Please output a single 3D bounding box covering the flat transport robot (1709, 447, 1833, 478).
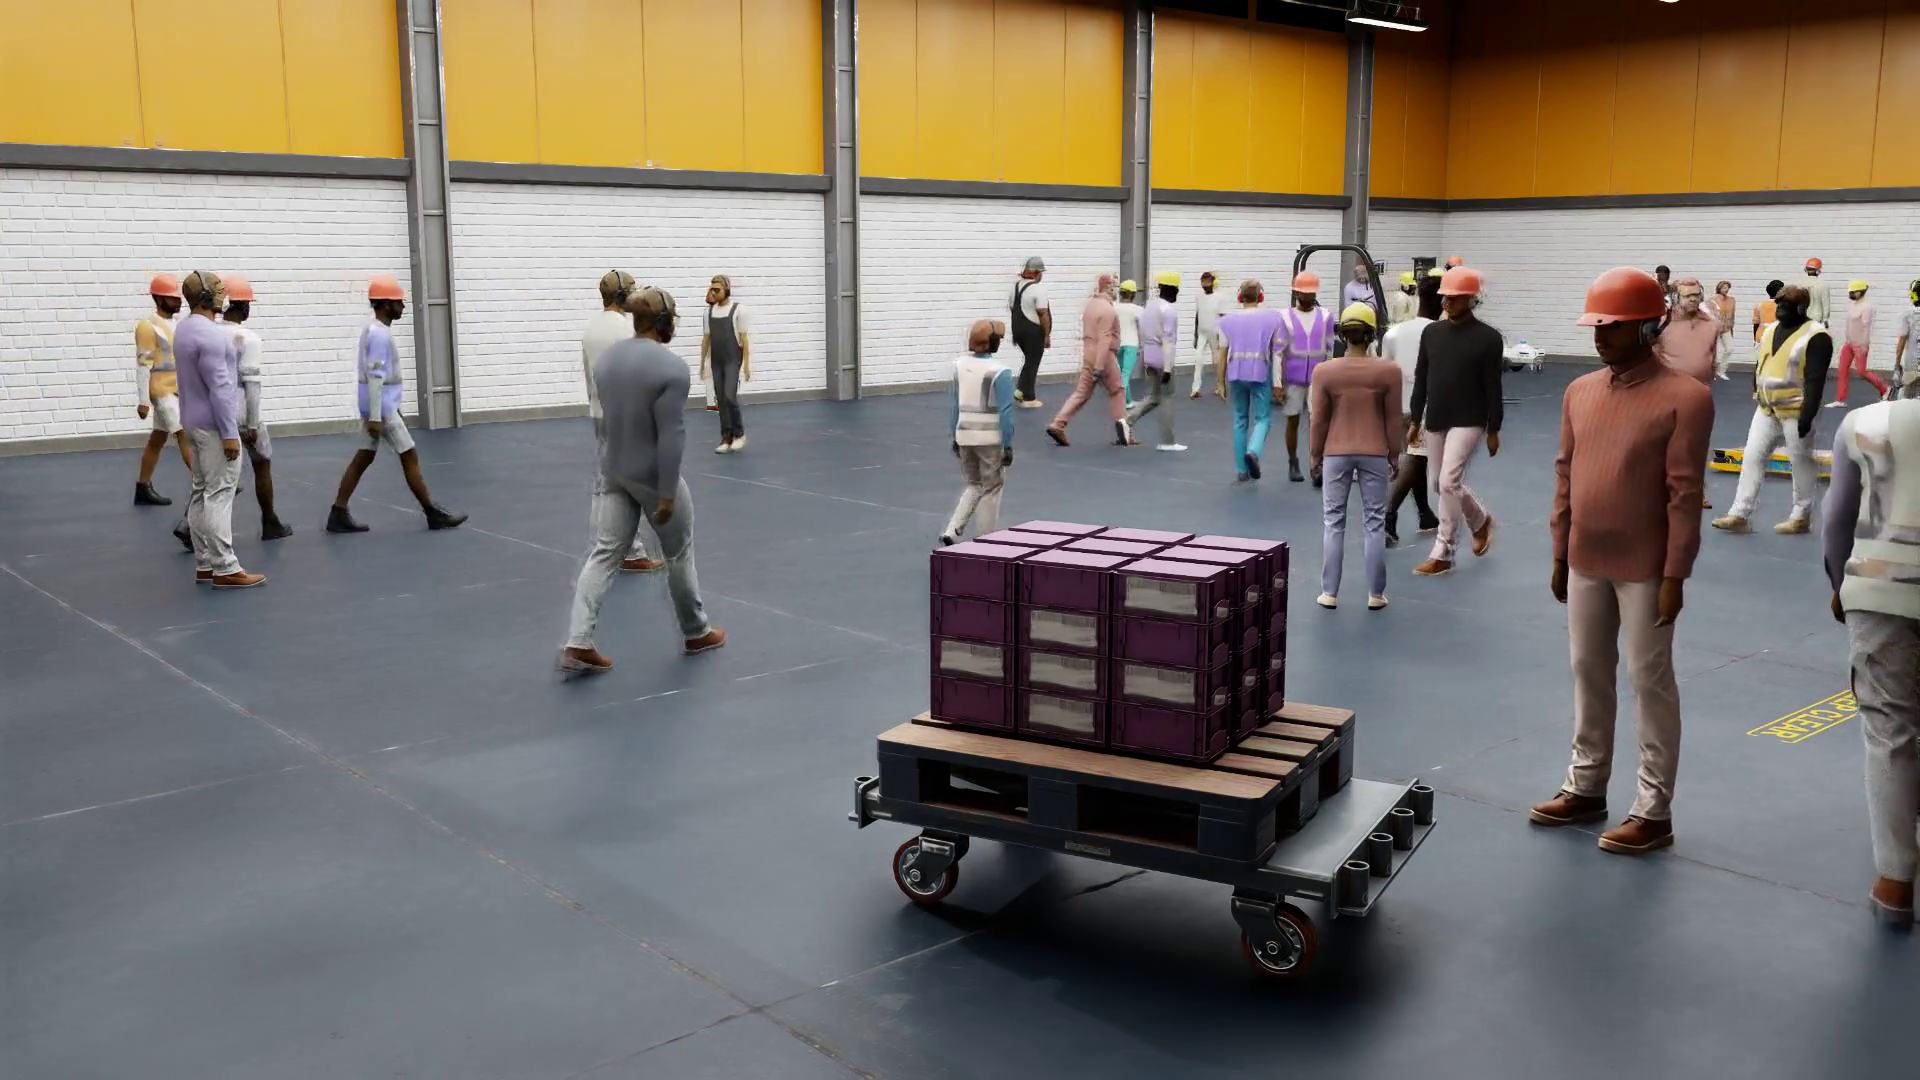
[{"bbox_3d":[7.737,-0.709,15.266,0.652,0.197,1.431,-8,13,-41],"label":"flat transport robot"}]

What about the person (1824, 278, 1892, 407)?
[{"bbox_3d":[12.022,-2.615,22.151,0.737,1.741,0.526,0,10,-2],"label":"person"}]

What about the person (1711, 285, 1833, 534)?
[{"bbox_3d":[5.879,-0.922,12.004,0.847,1.807,0.658,-3,10,-16],"label":"person"}]

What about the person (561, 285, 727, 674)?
[{"bbox_3d":[-1.577,-0.295,8.149,0.626,1.892,1.023,6,11,30],"label":"person"}]

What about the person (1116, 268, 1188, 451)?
[{"bbox_3d":[2.012,-1.851,17.173,0.682,1.903,0.596,-4,11,-23],"label":"person"}]

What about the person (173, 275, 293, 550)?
[{"bbox_3d":[-5.082,-0.881,11.538,0.559,1.906,0.953,3,10,18],"label":"person"}]

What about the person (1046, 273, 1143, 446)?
[{"bbox_3d":[1.427,-1.916,17.726,1.011,1.859,0.620,-4,10,-21],"label":"person"}]

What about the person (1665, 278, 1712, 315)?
[{"bbox_3d":[7.172,-1.709,16.618,0.499,1.811,0.631,-10,14,-44],"label":"person"}]

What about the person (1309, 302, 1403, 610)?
[{"bbox_3d":[2.260,-0.472,9.528,0.523,1.760,0.327,2,10,10],"label":"person"}]

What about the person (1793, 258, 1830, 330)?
[{"bbox_3d":[13.794,-3.574,26.998,0.375,1.995,0.611,-9,13,-41],"label":"person"}]

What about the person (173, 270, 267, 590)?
[{"bbox_3d":[-4.546,-0.665,10.134,0.372,1.940,0.632,-9,13,-41],"label":"person"}]

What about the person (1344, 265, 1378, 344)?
[{"bbox_3d":[6.967,-3.821,28.833,0.698,1.865,0.469,-2,10,-9],"label":"person"}]

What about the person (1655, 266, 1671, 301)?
[{"bbox_3d":[9.641,-2.838,23.012,0.920,1.877,0.617,-8,13,-39],"label":"person"}]

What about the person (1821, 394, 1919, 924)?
[{"bbox_3d":[3.047,0.189,5.280,0.593,1.878,1.010,4,11,23],"label":"person"}]

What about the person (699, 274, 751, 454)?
[{"bbox_3d":[-2.415,-1.789,17.015,0.555,1.833,0.405,5,11,27],"label":"person"}]

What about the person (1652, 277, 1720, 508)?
[{"bbox_3d":[5.897,-1.235,13.708,0.641,1.868,0.956,-1,10,-3],"label":"person"}]

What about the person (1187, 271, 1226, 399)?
[{"bbox_3d":[3.580,-2.932,23.806,0.531,1.820,0.993,6,11,32],"label":"person"}]

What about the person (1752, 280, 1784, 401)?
[{"bbox_3d":[11.261,-2.756,23.084,0.318,1.697,0.535,-9,13,-41],"label":"person"}]

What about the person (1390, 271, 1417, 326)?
[{"bbox_3d":[6.313,-2.954,23.918,0.596,1.807,0.600,2,10,13],"label":"person"}]

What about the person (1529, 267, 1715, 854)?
[{"bbox_3d":[2.252,0.067,5.711,0.401,1.986,0.611,-5,11,-28],"label":"person"}]

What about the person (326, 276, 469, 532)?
[{"bbox_3d":[-4.203,-0.979,12.157,1.012,1.882,0.567,-4,11,-24],"label":"person"}]

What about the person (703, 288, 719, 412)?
[{"bbox_3d":[-3.150,-2.475,21.613,0.286,1.636,0.499,-9,13,-41],"label":"person"}]

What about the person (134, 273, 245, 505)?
[{"bbox_3d":[-6.286,-1.194,13.401,1.003,1.878,0.554,0,10,0],"label":"person"}]

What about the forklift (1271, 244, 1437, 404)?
[{"bbox_3d":[5.256,-2.933,22.661,2.313,2.155,1.214,3,10,16],"label":"forklift"}]

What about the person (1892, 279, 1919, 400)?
[{"bbox_3d":[9.626,-1.696,16.616,0.614,1.792,1.044,2,10,10],"label":"person"}]

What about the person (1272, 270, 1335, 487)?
[{"bbox_3d":[3.032,-1.410,14.620,0.574,1.886,0.961,0,10,-1],"label":"person"}]

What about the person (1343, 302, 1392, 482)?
[{"bbox_3d":[3.604,-1.297,14.737,0.472,1.620,0.544,4,10,20],"label":"person"}]

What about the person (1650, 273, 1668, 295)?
[{"bbox_3d":[7.617,-1.983,18.152,0.915,1.828,0.558,5,11,26],"label":"person"}]

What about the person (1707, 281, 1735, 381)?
[{"bbox_3d":[12.324,-3.381,26.948,0.540,1.621,0.490,-2,10,-10],"label":"person"}]

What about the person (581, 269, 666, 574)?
[{"bbox_3d":[-2.168,-0.752,10.639,0.372,1.940,0.632,-9,13,-41],"label":"person"}]

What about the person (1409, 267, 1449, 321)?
[{"bbox_3d":[5.385,-2.202,19.256,0.807,1.903,0.596,-7,12,-37],"label":"person"}]

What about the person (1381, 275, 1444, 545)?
[{"bbox_3d":[3.234,-0.926,11.808,1.061,1.908,0.593,-9,13,-41],"label":"person"}]

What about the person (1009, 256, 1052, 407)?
[{"bbox_3d":[0.984,-2.791,22.278,0.538,2.000,0.704,-6,11,-30],"label":"person"}]

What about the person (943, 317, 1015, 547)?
[{"bbox_3d":[0.142,-0.629,10.825,0.391,1.624,0.537,-9,13,-44],"label":"person"}]

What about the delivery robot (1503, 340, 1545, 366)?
[{"bbox_3d":[9.774,-3.223,28.882,0.477,0.478,0.707,-9,13,-41],"label":"delivery robot"}]

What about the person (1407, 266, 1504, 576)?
[{"bbox_3d":[3.252,-0.775,10.715,0.878,1.971,0.613,-7,12,-34],"label":"person"}]

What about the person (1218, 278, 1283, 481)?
[{"bbox_3d":[2.582,-1.409,14.810,0.588,1.825,0.574,3,10,19],"label":"person"}]

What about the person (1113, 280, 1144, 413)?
[{"bbox_3d":[2.175,-2.513,21.611,0.550,1.716,0.918,6,11,30],"label":"person"}]

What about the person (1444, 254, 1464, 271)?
[{"bbox_3d":[7.921,-3.561,26.769,0.365,2.048,0.608,-9,13,-41],"label":"person"}]
